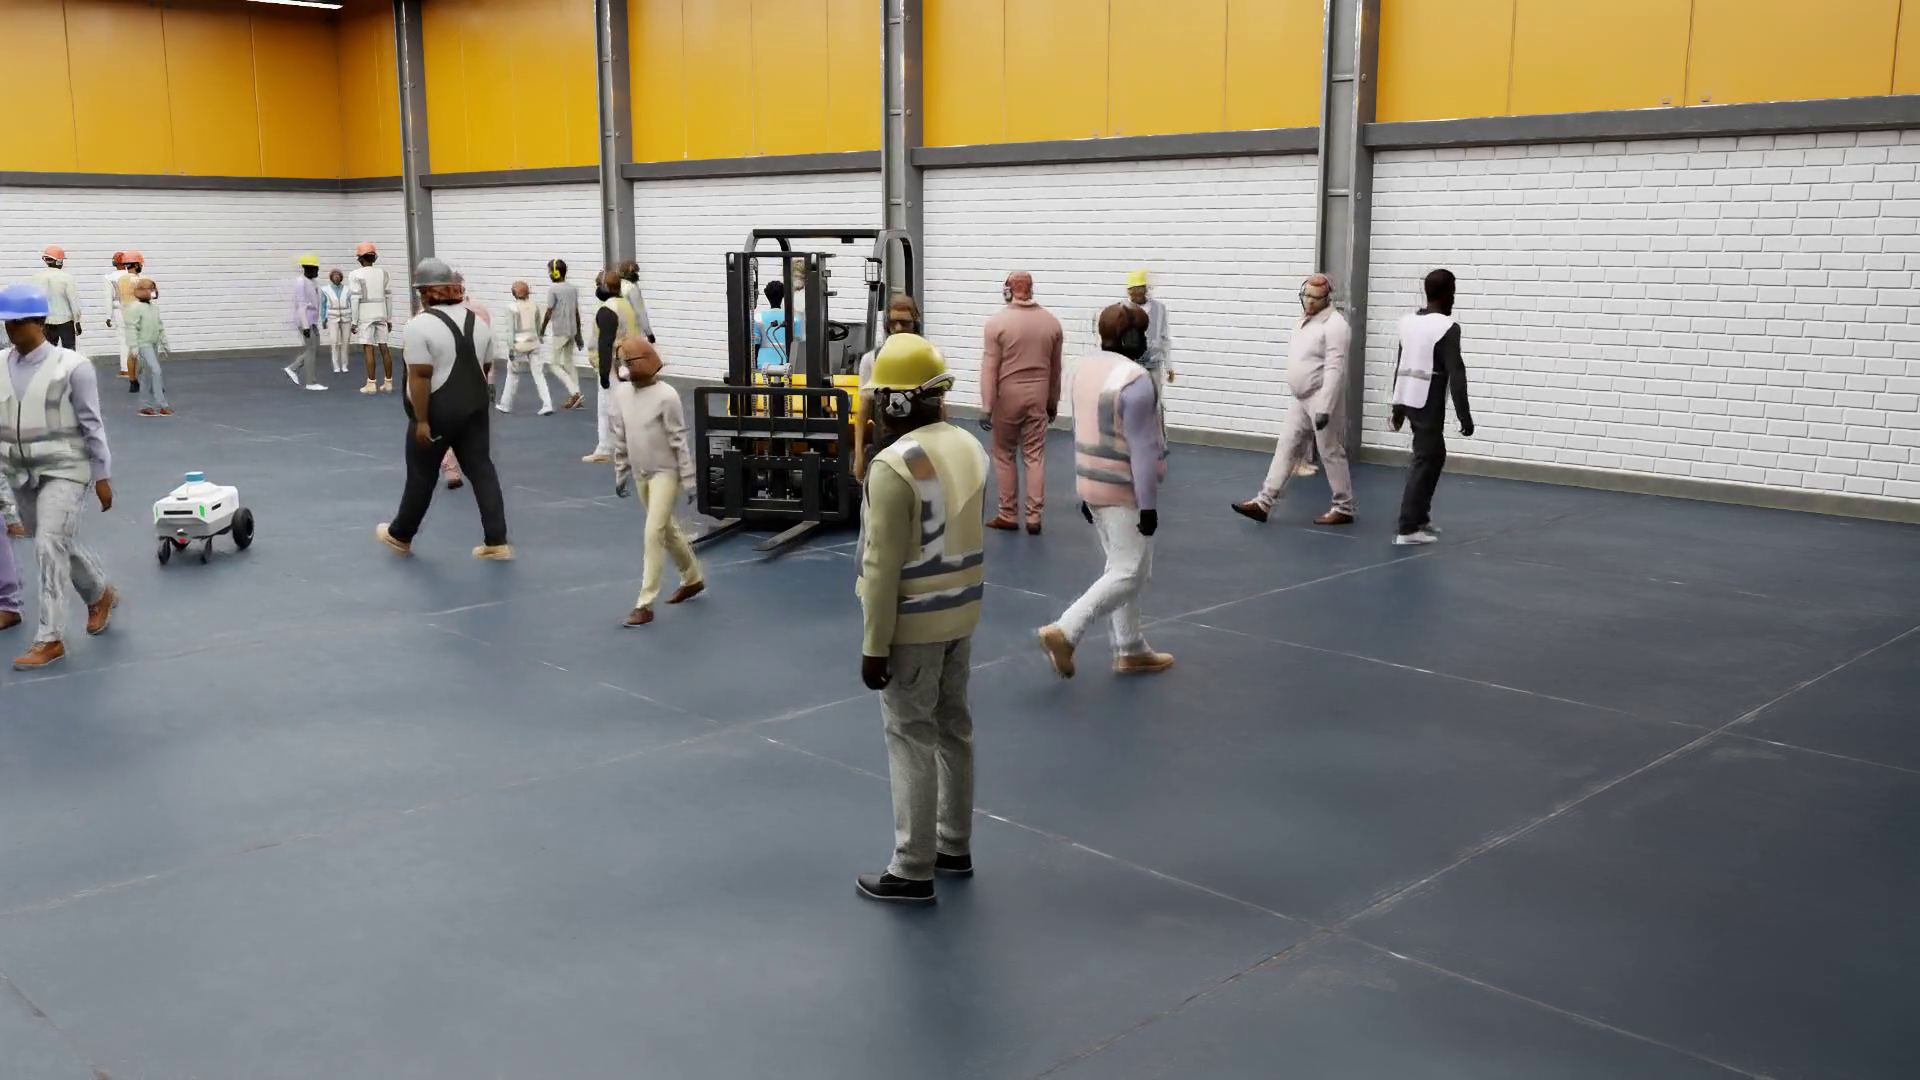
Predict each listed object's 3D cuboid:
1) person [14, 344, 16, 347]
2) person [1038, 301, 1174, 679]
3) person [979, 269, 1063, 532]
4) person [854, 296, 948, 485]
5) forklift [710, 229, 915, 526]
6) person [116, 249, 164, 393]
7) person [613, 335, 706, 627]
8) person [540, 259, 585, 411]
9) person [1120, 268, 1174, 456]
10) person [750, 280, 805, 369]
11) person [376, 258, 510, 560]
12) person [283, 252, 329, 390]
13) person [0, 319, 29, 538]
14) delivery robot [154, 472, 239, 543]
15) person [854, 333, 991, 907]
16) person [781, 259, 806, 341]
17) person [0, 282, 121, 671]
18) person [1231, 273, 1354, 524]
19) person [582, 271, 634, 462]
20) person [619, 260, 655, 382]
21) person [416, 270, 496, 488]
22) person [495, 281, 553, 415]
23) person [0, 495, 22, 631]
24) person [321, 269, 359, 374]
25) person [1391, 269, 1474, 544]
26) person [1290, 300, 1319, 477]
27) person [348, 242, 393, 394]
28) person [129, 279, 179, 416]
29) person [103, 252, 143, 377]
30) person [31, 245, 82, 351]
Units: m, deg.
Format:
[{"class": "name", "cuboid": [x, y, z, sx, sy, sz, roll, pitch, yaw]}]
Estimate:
[{"class": "person", "cuboid": [-9.597, -1.806, 16.534, 0.615, 1.835, 0.949, -8, 13, -38]}, {"class": "person", "cuboid": [0.715, -0.218, 7.916, 0.698, 1.826, 0.637, -4, 11, -21]}, {"class": "person", "cuboid": [0.416, -0.987, 11.941, 0.675, 1.896, 0.531, -6, 12, -28]}, {"class": "person", "cuboid": [-0.341, -0.511, 9.627, 0.527, 1.793, 0.995, 1, 10, 4]}, {"class": "forklift", "cuboid": [-1.050, -1.319, 12.920, 1.214, 2.155, 2.313, 2, 11, 13]}, {"class": "person", "cuboid": [-11.125, -2.952, 22.511, 0.544, 1.942, 0.347, 6, 12, 28]}, {"class": "person", "cuboid": [-1.682, -0.356, 9.321, 0.535, 1.592, 0.774, 8, 13, 36]}, {"class": "person", "cuboid": [-4.811, -2.488, 20.248, 0.548, 1.844, 0.521, 5, 12, 26]}, {"class": "person", "cuboid": [1.766, -1.700, 16.087, 0.661, 1.808, 0.404, -1, 10, -6]}, {"class": "person", "cuboid": [-1.779, -1.681, 16.247, 0.535, 1.699, 0.318, -1, 10, -6]}, {"class": "person", "cuboid": [-3.414, -0.883, 10.958, 1.042, 2.000, 0.708, 6, 12, 31]}, {"class": "person", "cuboid": [-9.036, -3.012, 22.939, 0.584, 1.912, 0.597, -1, 10, -3]}, {"class": "person", "cuboid": [-7.039, -0.962, 11.816, 0.979, 1.903, 0.638, 3, 11, 14]}, {"class": "delivery robot", "cuboid": [-5.087, -0.211, 11.093, 0.477, 0.478, 0.707, -1, 10, -5]}, {"class": "person", "cuboid": [-0.133, 0.255, 5.344, 0.403, 1.826, 0.592, 6, 12, 29]}, {"class": "person", "cuboid": [-1.619, -1.887, 16.855, 0.702, 1.896, 0.497, 7, 13, 34]}, {"class": "person", "cuboid": [-4.636, -0.364, 8.512, 0.628, 1.914, 0.949, 2, 10, 8]}, {"class": "person", "cuboid": [2.497, -1.008, 12.153, 0.969, 1.850, 0.684, -3, 11, -16]}, {"class": "person", "cuboid": [-3.172, -1.601, 15.532, 0.734, 1.816, 0.640, 1, 10, 3]}, {"class": "person", "cuboid": [-4.103, -2.629, 21.114, 0.870, 1.804, 0.642, -8, 13, -37]}, {"class": "person", "cuboid": [-4.337, -1.394, 14.310, 0.661, 1.837, 1.025, -2, 11, -12]}, {"class": "person", "cuboid": [-5.187, -2.278, 19.789, 0.878, 1.589, 0.534, 8, 13, 37]}, {"class": "person", "cuboid": [-5.358, -0.378, 8.680, 0.674, 1.871, 0.891, 1, 10, 8]}, {"class": "person", "cuboid": [-9.571, -3.377, 25.711, 0.532, 1.606, 0.729, -5, 12, -26]}, {"class": "person", "cuboid": [3.291, -0.909, 11.483, 0.609, 1.899, 0.603, -3, 11, -14]}, {"class": "person", "cuboid": [3.088, -1.409, 14.791, 0.321, 1.691, 0.530, 3, 11, 18]}, {"class": "person", "cuboid": [-7.961, -2.994, 22.460, 0.395, 2.044, 0.609, 9, 14, 39]}, {"class": "person", "cuboid": [-9.456, -2.259, 19.602, 0.670, 1.608, 0.523, 1, 10, 5]}, {"class": "person", "cuboid": [-12.560, -3.387, 25.048, 0.574, 1.883, 0.360, -10, 14, -44]}, {"class": "person", "cuboid": [-12.053, -2.932, 22.256, 0.623, 1.992, 0.397, 1, 10, 5]}]
